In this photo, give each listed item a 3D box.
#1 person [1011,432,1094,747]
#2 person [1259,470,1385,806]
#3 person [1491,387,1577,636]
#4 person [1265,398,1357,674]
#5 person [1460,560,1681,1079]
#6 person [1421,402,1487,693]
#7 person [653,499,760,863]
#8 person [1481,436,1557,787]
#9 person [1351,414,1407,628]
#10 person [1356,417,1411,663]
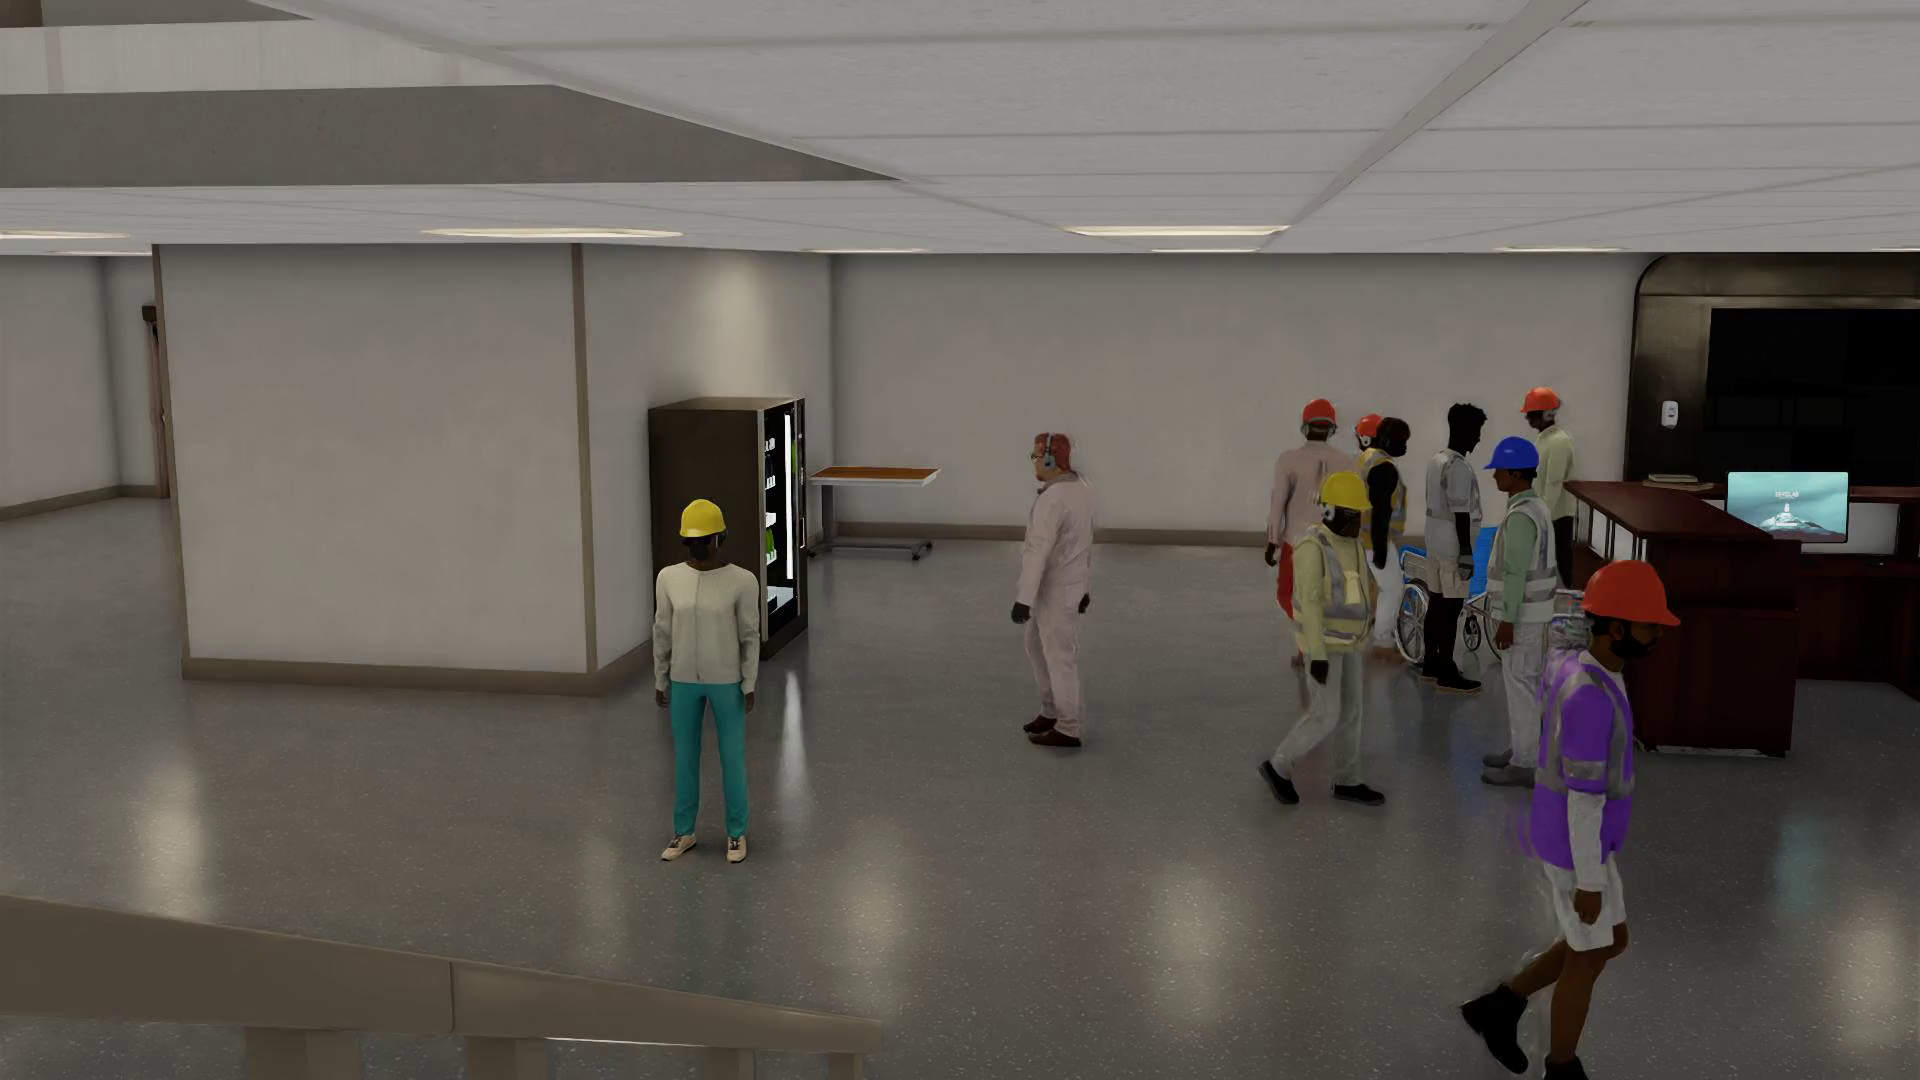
[{"bbox_3d":[0.494,0.300,9.952,0.573,1.889,0.656,3,10,19],"label":"person"},{"bbox_3d":[1.943,0.528,8.812,0.525,1.830,0.604,8,12,39],"label":"person"},{"bbox_3d":[4.619,-0.214,12.999,0.736,1.953,0.634,0,9,2],"label":"person"},{"bbox_3d":[2.457,0.004,11.535,0.616,1.968,0.673,-2,9,-13],"label":"person"},{"bbox_3d":[2.058,1.000,5.556,0.538,1.916,0.569,4,10,22],"label":"person"},{"bbox_3d":[3.358,0.046,11.311,0.379,1.959,0.604,0,9,-3],"label":"person"},{"bbox_3d":[-1.220,0.679,8.002,0.525,1.769,0.308,1,9,6],"label":"person"},{"bbox_3d":[3.095,0.392,9.271,0.421,1.939,0.600,3,10,20],"label":"person"},{"bbox_3d":[3.245,-0.125,13.064,0.712,1.721,0.581,4,10,23],"label":"person"},{"bbox_3d":[3.050,0.001,12.086,0.629,1.797,0.822,0,9,2],"label":"person"}]
